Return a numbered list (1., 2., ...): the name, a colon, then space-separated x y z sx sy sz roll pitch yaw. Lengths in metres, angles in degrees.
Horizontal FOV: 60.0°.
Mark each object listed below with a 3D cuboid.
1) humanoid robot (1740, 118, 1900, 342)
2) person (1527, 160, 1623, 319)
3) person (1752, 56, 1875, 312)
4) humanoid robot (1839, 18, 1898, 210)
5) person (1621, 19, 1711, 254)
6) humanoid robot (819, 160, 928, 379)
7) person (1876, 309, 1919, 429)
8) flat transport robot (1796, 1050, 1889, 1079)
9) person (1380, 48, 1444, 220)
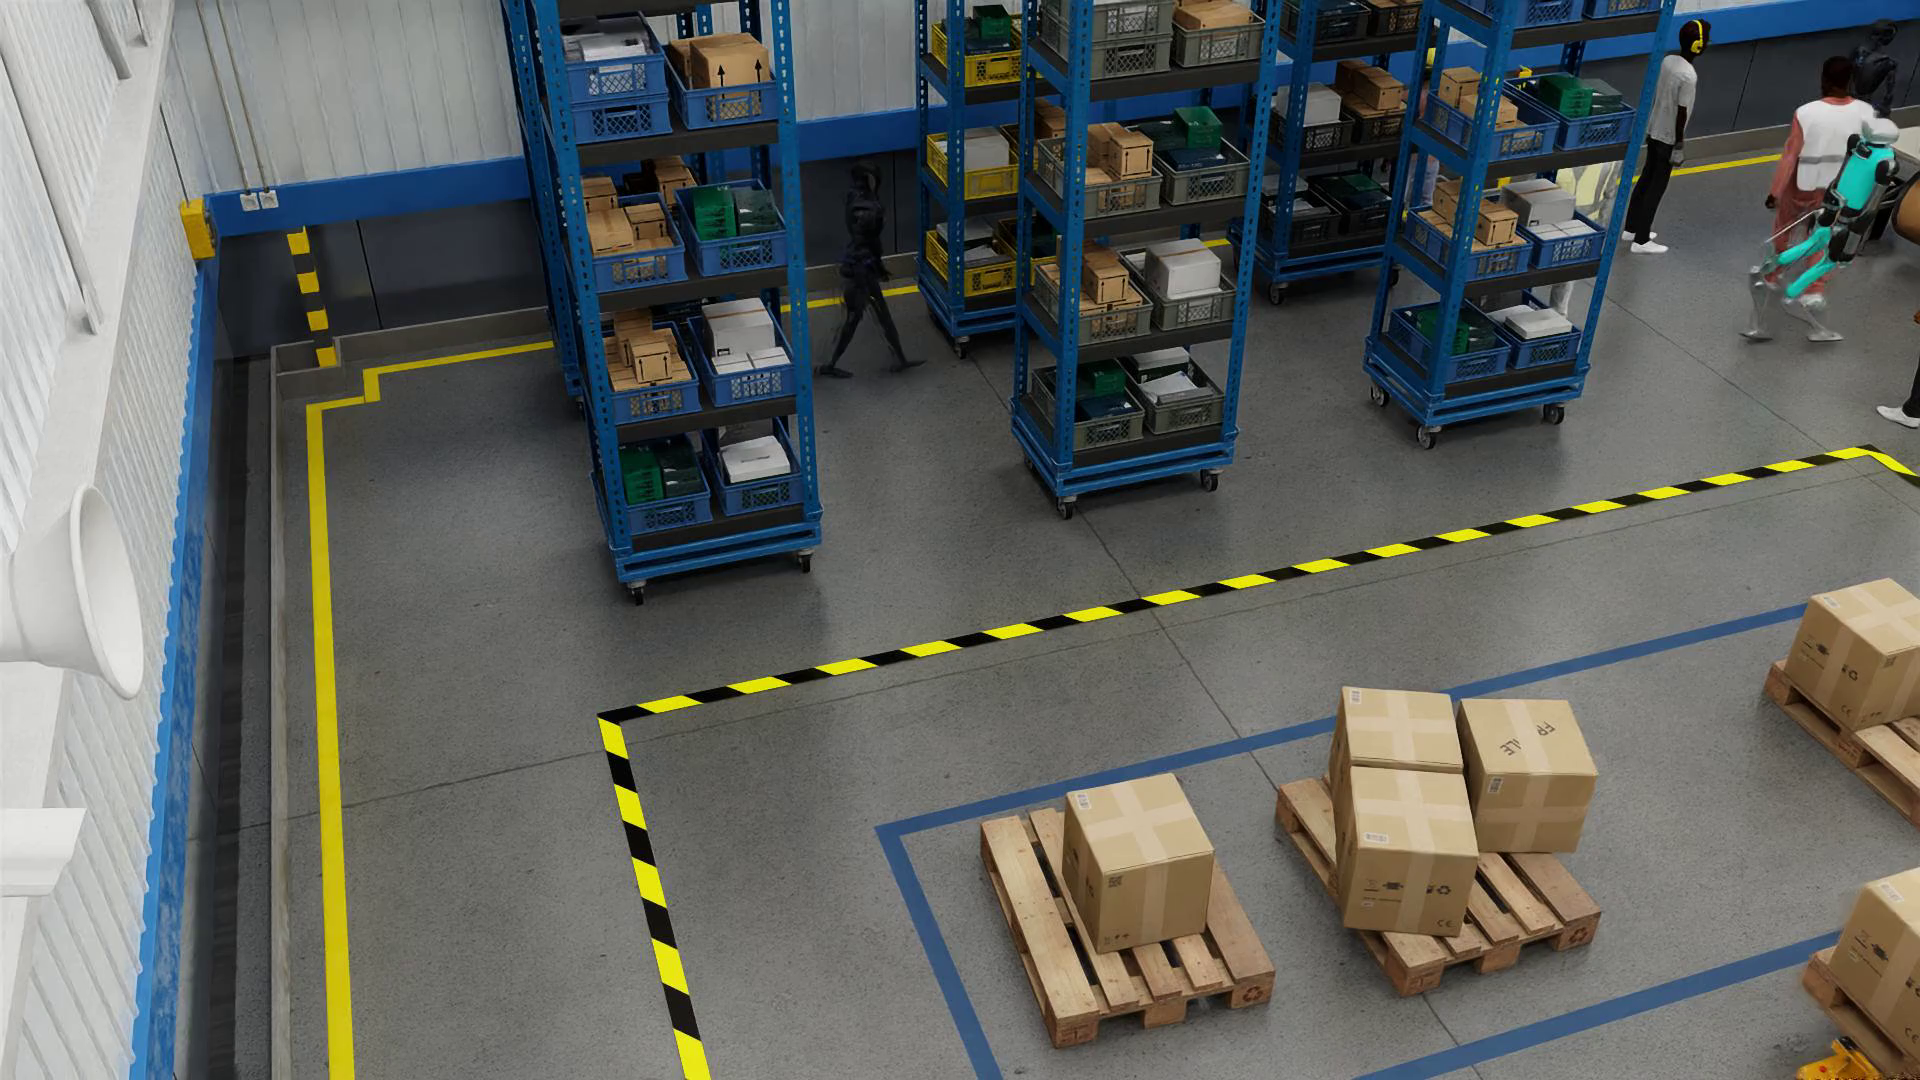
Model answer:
1. humanoid robot: 6.038 -2.134 11.809 0.923 1.755 0.565 -2 35 -3
2. person: 4.292 -2.221 11.844 0.622 1.838 0.431 6 36 8
3. person: 6.383 -2.636 12.409 0.635 1.879 0.874 0 35 0
4. humanoid robot: 7.433 -3.490 13.778 0.338 1.644 0.588 -11 37 -16
5. person: 5.620 -3.193 13.205 0.341 1.866 0.509 -2 35 -2
6. humanoid robot: -0.642 -1.833 11.465 0.776 1.626 0.583 6 36 8
7. person: 6.559 -1.594 10.942 0.589 1.852 0.365 -13 37 -18
8. flat transport robot: 4.289 2.226 6.875 1.431 0.197 0.652 -11 37 -15
9. person: 3.542 -2.977 12.978 0.525 1.765 0.327 -1 35 -2
